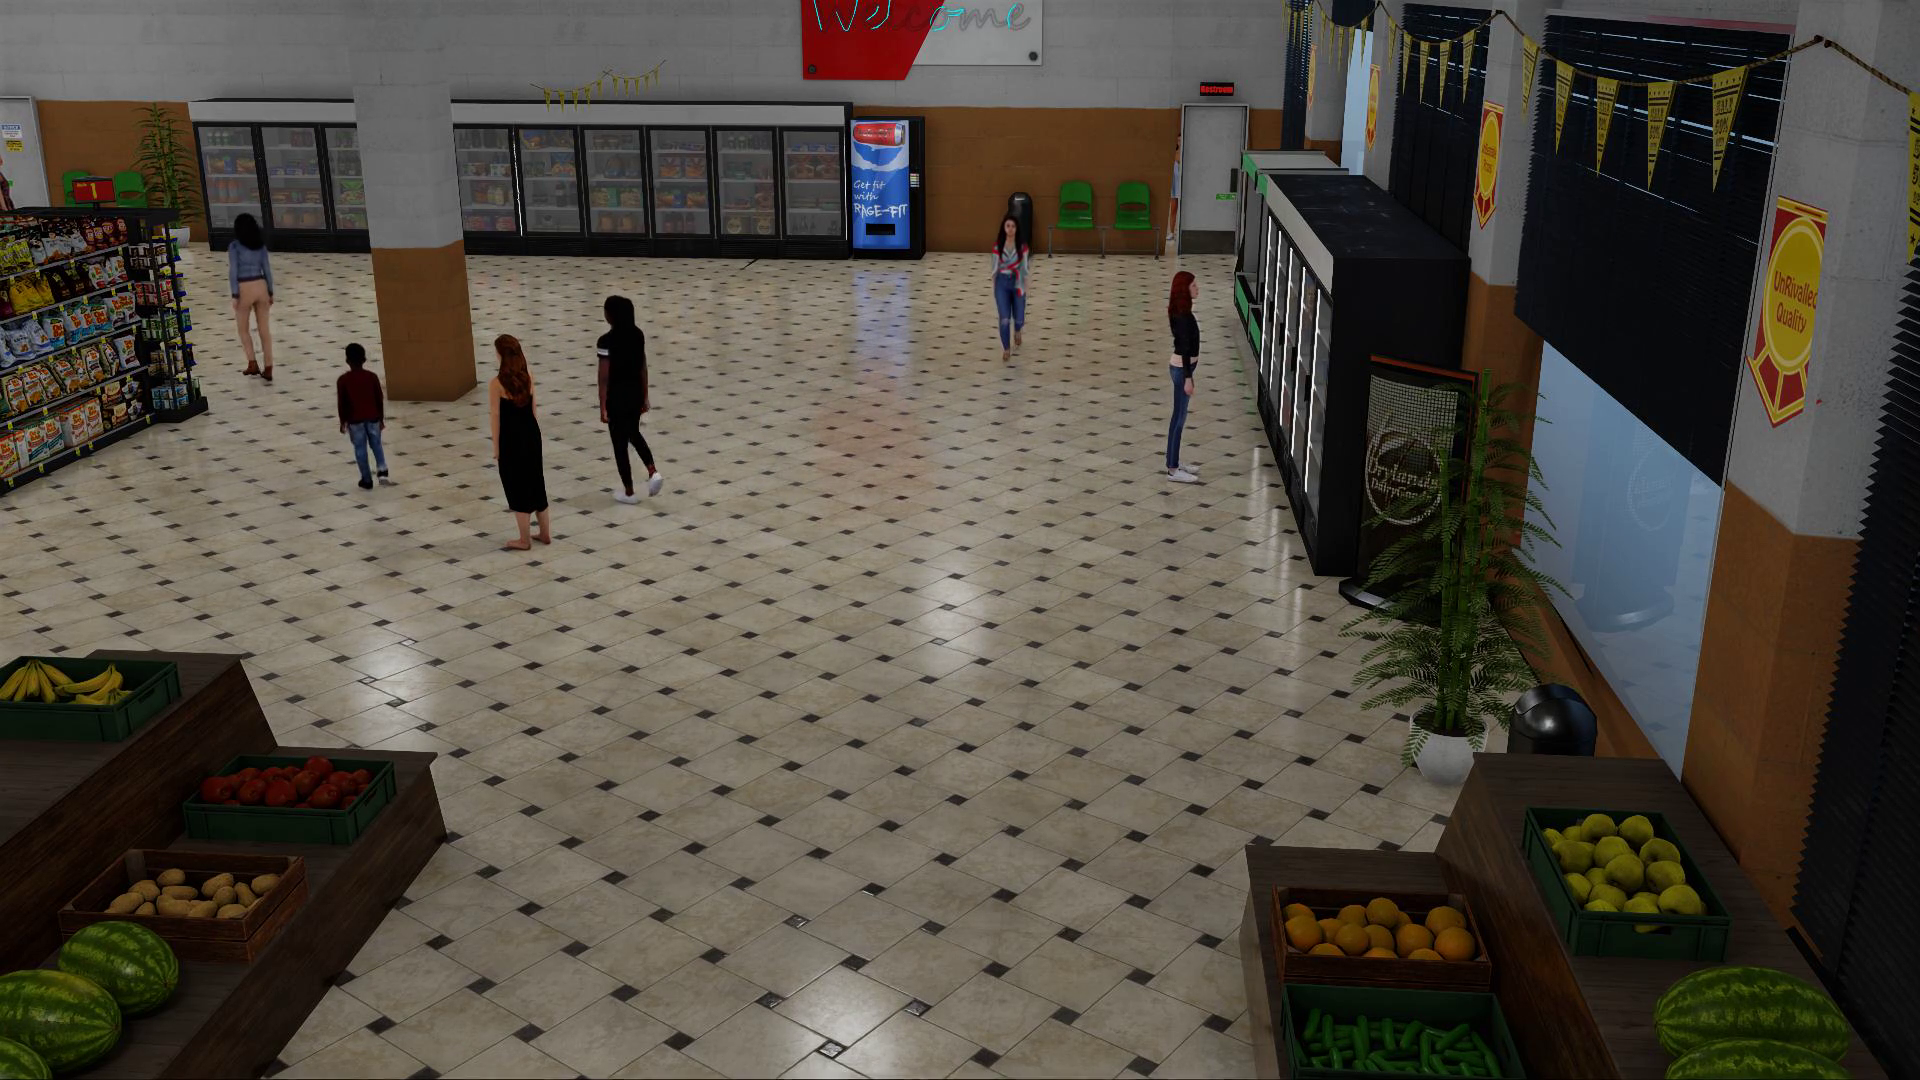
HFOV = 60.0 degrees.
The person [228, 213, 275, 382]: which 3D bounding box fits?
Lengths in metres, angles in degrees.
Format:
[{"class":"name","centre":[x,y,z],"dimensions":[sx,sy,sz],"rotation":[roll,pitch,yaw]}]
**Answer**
[{"class":"person","centre":[-7.453,-2.544,17.589],"dimensions":[0.770,1.756,0.831],"rotation":[-17,25,-42]}]

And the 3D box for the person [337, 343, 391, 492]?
[{"class":"person","centre":[-4.947,-1.004,13.817],"dimensions":[0.602,1.248,0.659],"rotation":[-13,23,-34]}]

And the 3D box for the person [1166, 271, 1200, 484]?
[{"class":"person","centre":[1.891,-1.390,14.116],"dimensions":[0.638,1.787,0.496],"rotation":[3,19,8]}]

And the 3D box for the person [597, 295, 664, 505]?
[{"class":"person","centre":[-2.637,-1.103,13.367],"dimensions":[0.901,1.722,0.858],"rotation":[15,24,37]}]

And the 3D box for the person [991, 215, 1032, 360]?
[{"class":"person","centre":[0.574,-2.861,18.775],"dimensions":[0.591,1.598,0.885],"rotation":[2,19,5]}]

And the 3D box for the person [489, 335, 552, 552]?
[{"class":"person","centre":[-3.284,-0.727,12.413],"dimensions":[0.721,1.619,0.647],"rotation":[15,24,37]}]
